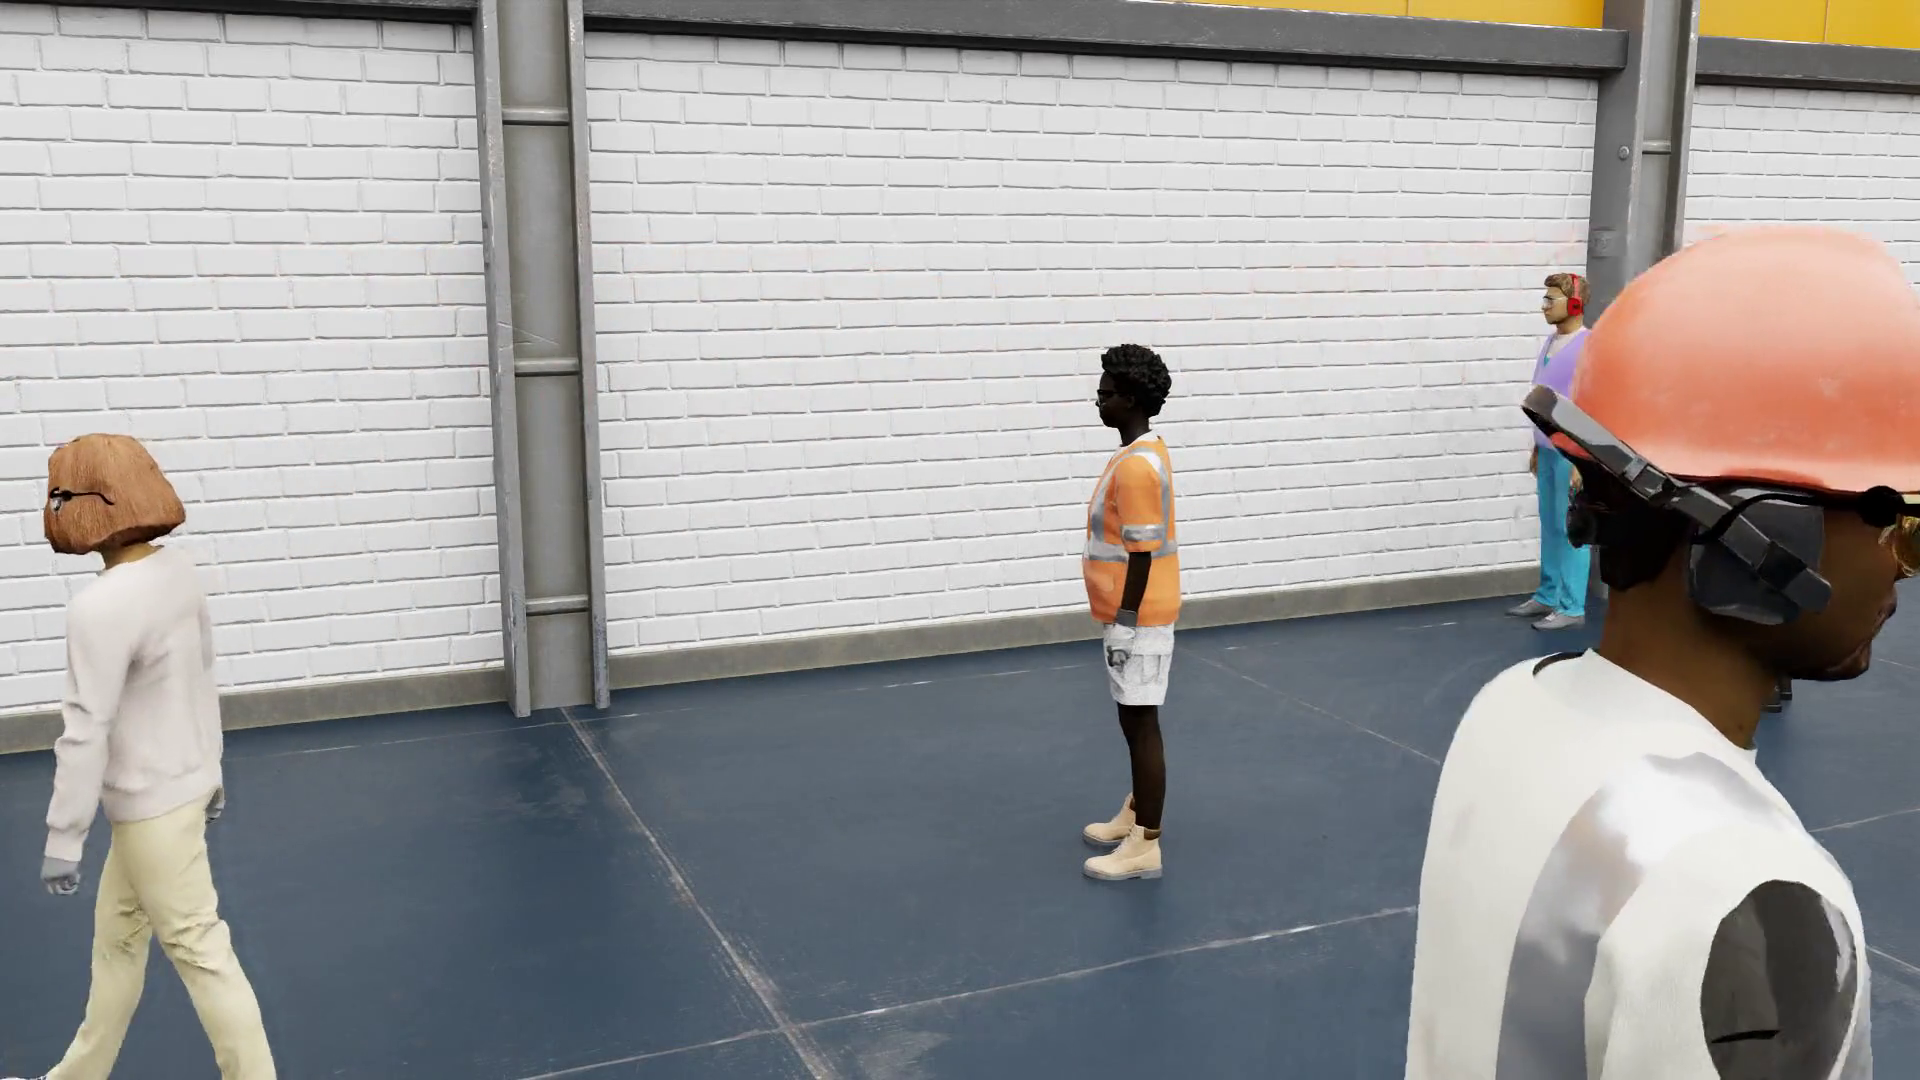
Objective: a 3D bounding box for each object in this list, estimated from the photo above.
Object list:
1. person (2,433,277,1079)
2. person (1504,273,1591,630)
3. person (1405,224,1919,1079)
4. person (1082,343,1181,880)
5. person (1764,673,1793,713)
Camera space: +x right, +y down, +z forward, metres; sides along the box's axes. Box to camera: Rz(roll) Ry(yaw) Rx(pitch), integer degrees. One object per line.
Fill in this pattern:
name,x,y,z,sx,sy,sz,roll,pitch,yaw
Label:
person,-1.875,0.576,3.601,0.752,1.600,0.523,-1,10,-7
person,3.147,-0.454,8.637,0.395,1.847,0.564,0,10,-2
person,0.582,0.774,1.368,0.478,2.026,0.646,1,10,3
person,0.544,0.227,5.299,0.317,1.696,0.537,1,10,6
person,3.480,-0.230,7.150,0.356,1.937,0.552,8,13,38
